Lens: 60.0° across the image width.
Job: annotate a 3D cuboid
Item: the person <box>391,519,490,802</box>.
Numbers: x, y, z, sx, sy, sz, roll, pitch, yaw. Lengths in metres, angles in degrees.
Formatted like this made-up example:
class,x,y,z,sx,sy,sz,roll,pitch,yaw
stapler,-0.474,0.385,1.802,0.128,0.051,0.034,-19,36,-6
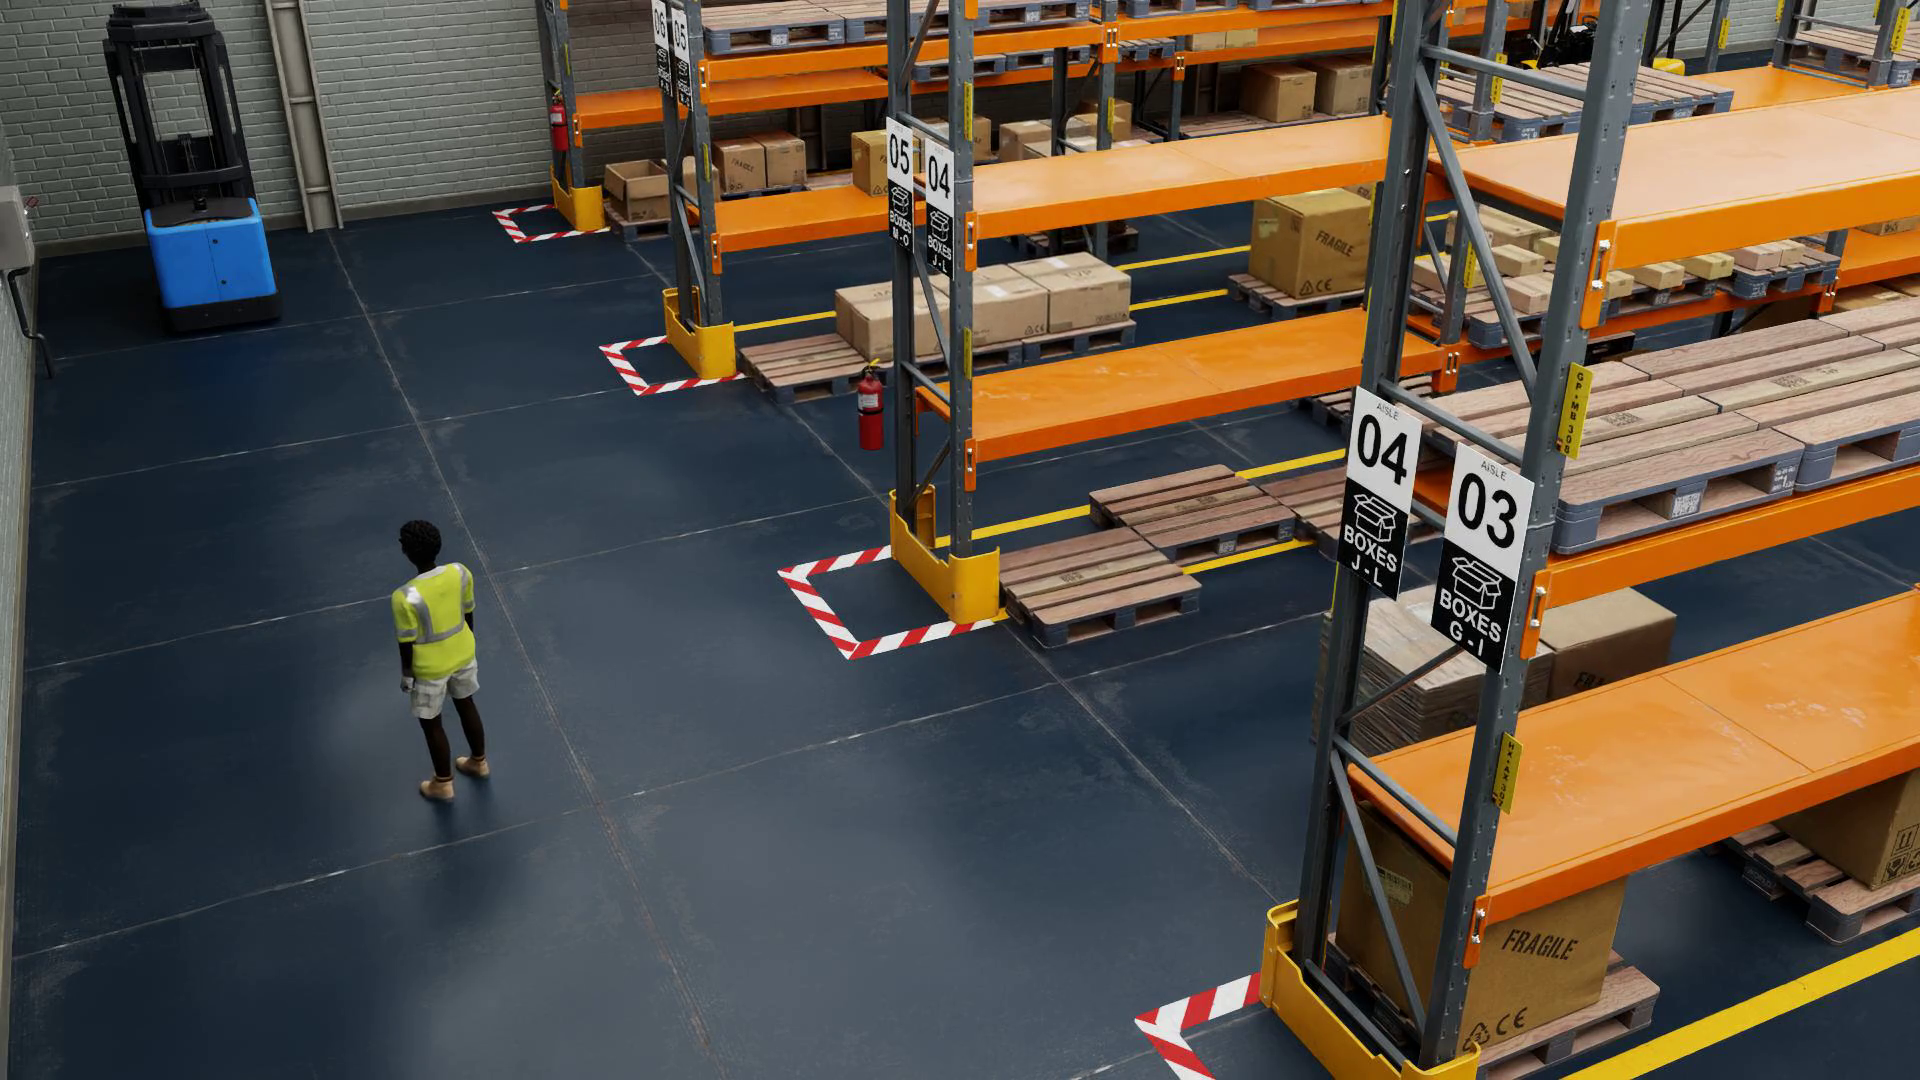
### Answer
class,x,y,z,sx,sy,sz,roll,pitch,yaw
person,-2.893,0.666,9.288,0.319,1.685,0.537,16,31,27

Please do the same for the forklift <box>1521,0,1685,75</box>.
class,x,y,z,sx,sy,sz,roll,pitch,yaw
forklift,8.950,-6.807,23.056,1.214,2.155,2.313,-12,30,-22

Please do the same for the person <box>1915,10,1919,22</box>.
class,x,y,z,sx,sy,sz,roll,pitch,yaw
person,16.929,-9.604,28.721,0.416,1.920,0.630,-3,28,-7

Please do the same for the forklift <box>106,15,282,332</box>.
class,x,y,z,sx,sy,sz,roll,pitch,yaw
forklift,-7.548,-3.672,16.323,1.129,2.768,1.873,-12,30,-22
